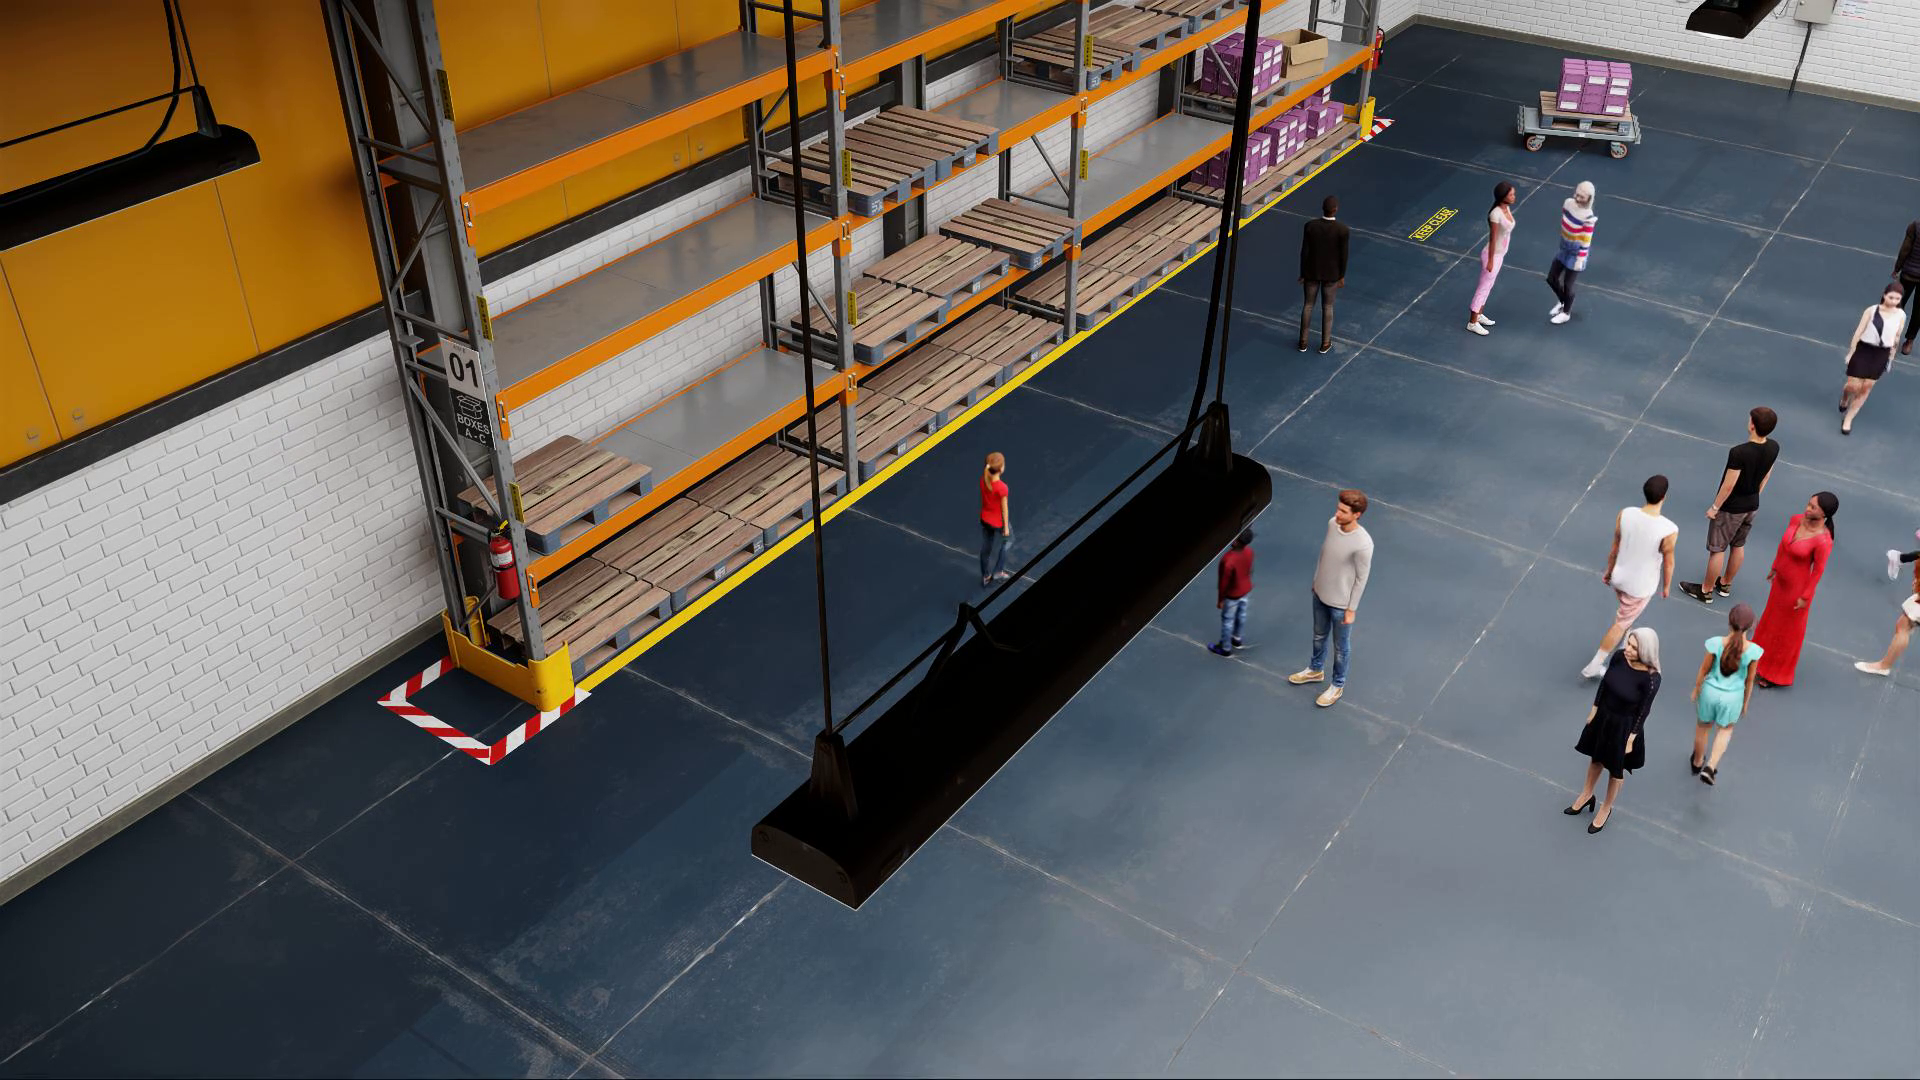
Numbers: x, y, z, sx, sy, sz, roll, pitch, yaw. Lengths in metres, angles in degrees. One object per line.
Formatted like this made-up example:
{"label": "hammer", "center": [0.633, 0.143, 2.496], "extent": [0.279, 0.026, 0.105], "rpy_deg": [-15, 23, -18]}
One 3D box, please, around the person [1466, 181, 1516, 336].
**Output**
{"label": "person", "center": [5.946, -3.166, 18.553], "extent": [0.656, 1.741, 0.466], "rpy_deg": [18, 37, 24]}

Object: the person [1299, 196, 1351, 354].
{"label": "person", "center": [3.939, -2.888, 18.083], "extent": [0.722, 1.800, 0.679], "rpy_deg": [9, 35, 13]}

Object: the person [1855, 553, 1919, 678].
{"label": "person", "center": [7.819, 0.437, 13.189], "extent": [0.881, 1.680, 1.083], "rpy_deg": [10, 35, 14]}

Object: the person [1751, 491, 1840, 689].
{"label": "person", "center": [6.607, 0.382, 13.178], "extent": [0.783, 1.783, 0.731], "rpy_deg": [-7, 34, -11]}

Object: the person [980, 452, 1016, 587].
{"label": "person", "center": [0.252, -0.143, 14.403], "extent": [0.537, 1.302, 0.546], "rpy_deg": [28, 43, 35]}

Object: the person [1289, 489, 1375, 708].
{"label": "person", "center": [2.953, 0.422, 13.007], "extent": [0.733, 1.906, 0.742], "rpy_deg": [-17, 37, -24]}

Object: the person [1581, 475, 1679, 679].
{"label": "person", "center": [5.330, 0.349, 13.261], "extent": [1.206, 1.746, 0.881], "rpy_deg": [-23, 40, -30]}

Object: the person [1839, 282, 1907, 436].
{"label": "person", "center": [9.100, -1.848, 16.663], "extent": [0.702, 1.640, 0.789], "rpy_deg": [8, 34, 11]}

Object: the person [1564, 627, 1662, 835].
{"label": "person", "center": [4.644, 1.332, 11.782], "extent": [0.708, 1.747, 0.689], "rpy_deg": [-16, 37, -22]}

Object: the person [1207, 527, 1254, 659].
{"label": "person", "center": [2.265, 0.404, 13.623], "extent": [0.474, 1.253, 0.593], "rpy_deg": [-28, 43, -36]}

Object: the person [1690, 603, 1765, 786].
{"label": "person", "center": [5.589, 1.170, 12.203], "extent": [0.645, 1.551, 0.808], "rpy_deg": [15, 36, 21]}

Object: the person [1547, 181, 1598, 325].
{"label": "person", "center": [6.892, -3.231, 18.625], "extent": [0.895, 1.770, 0.850], "rpy_deg": [-10, 35, -14]}

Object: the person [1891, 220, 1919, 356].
{"label": "person", "center": [10.424, -2.895, 18.061], "extent": [0.758, 1.836, 0.693], "rpy_deg": [10, 35, 14]}

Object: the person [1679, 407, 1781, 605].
{"label": "person", "center": [6.607, -0.300, 14.134], "extent": [0.709, 1.861, 0.822], "rpy_deg": [-14, 36, -20]}
